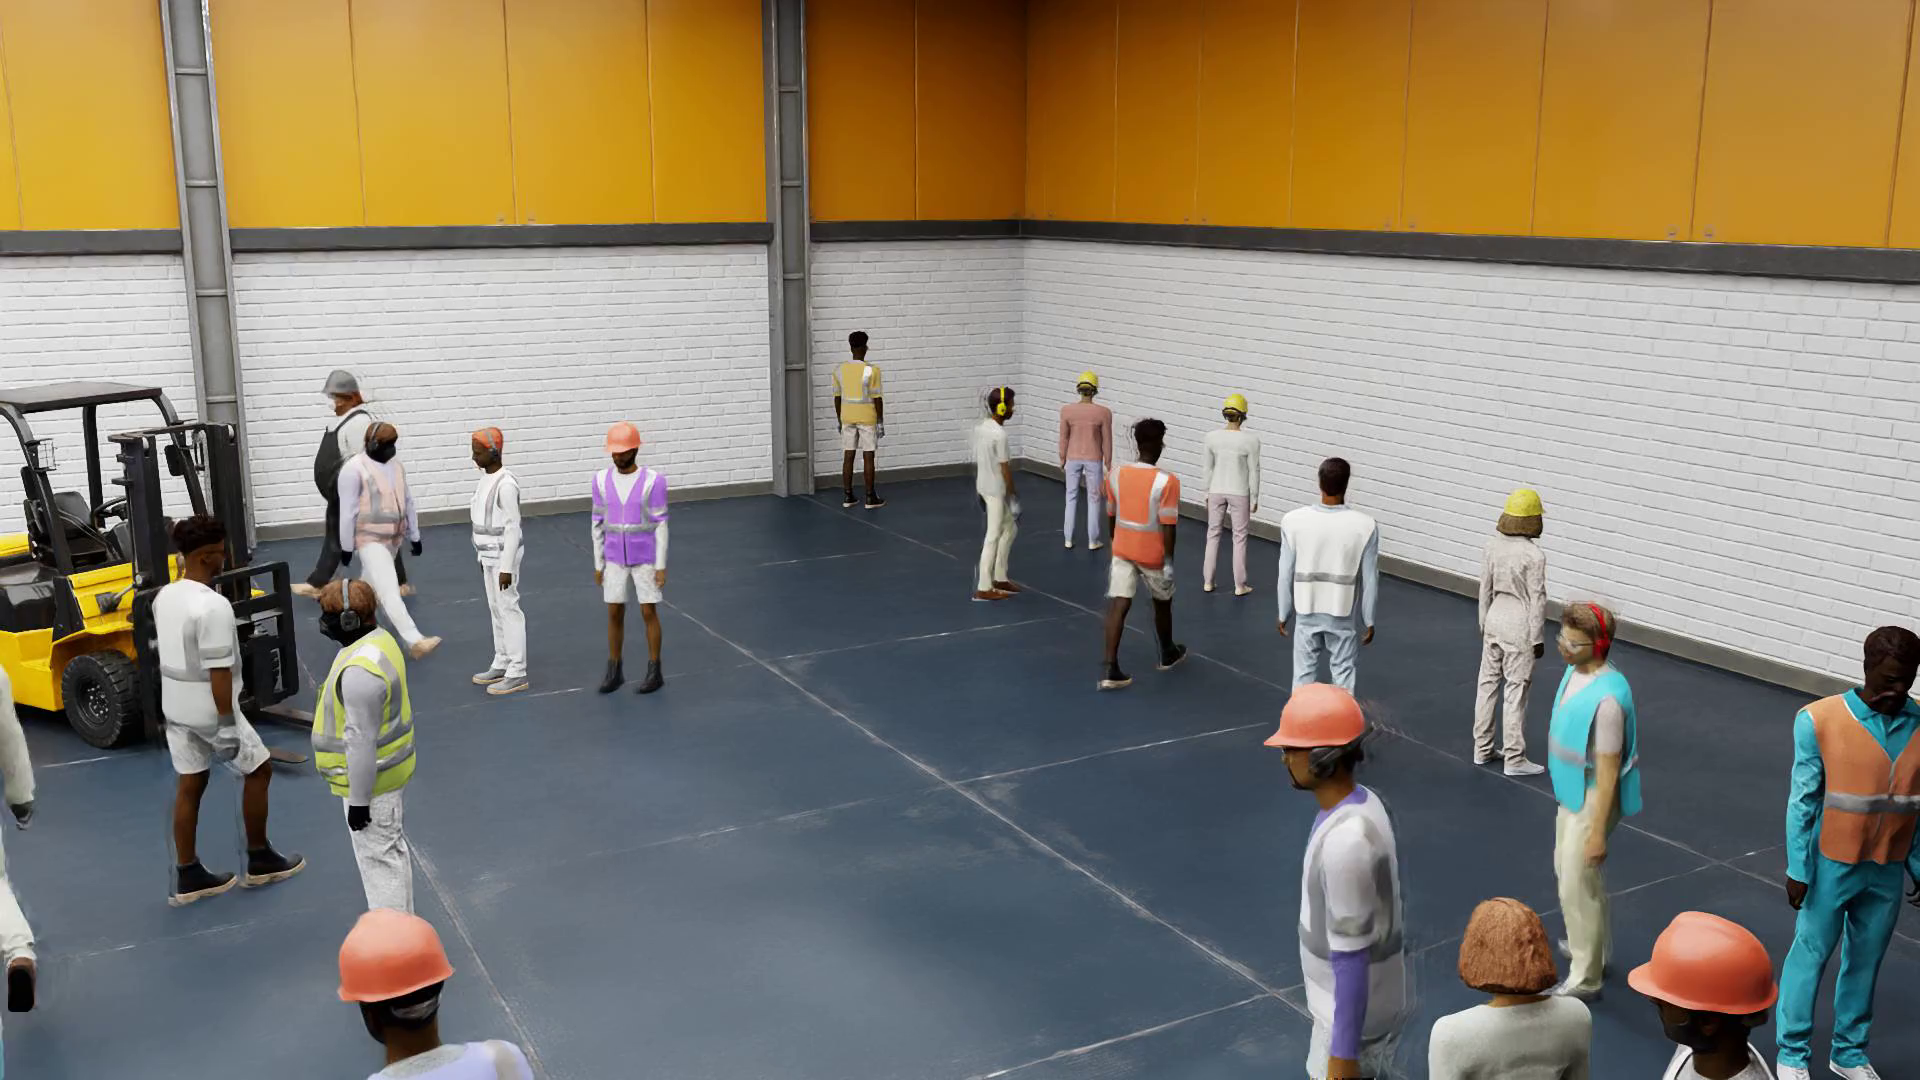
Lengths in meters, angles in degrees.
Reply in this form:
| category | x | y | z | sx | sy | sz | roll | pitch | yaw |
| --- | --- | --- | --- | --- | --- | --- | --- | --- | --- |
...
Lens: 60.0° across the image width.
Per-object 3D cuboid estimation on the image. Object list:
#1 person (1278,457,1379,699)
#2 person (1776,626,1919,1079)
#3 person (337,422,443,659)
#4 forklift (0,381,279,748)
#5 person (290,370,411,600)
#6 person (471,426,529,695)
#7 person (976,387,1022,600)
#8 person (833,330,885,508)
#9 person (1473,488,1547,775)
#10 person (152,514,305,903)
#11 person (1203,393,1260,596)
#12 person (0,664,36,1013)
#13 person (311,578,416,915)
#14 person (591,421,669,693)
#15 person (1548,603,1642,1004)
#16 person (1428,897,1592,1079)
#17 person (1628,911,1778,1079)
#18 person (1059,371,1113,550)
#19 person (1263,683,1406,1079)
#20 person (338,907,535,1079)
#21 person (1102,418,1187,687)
| category | x | y | z | sx | sy | sz | roll | pitch | yaw |
| --- | --- | --- | --- | --- | --- | --- | --- | --- | --- |
| person | 2.238 | 0.449 | 10.151 | 0.596 | 1.914 | 0.373 | 4 | 13 | 18 |
| person | 3.466 | 1.244 | 6.431 | 0.587 | 1.914 | 0.391 | -1 | 12 | -6 |
| person | -4.300 | 0.008 | 12.523 | 0.980 | 1.784 | 0.637 | 4 | 13 | 19 |
| forklift | -5.853 | 0.085 | 11.199 | 2.313 | 2.155 | 1.214 | 7 | 14 | 28 |
| person | -5.228 | -0.464 | 14.139 | 1.010 | 2.000 | 0.693 | -8 | 15 | -34 |
| person | -3.251 | 0.139 | 11.687 | 0.356 | 1.882 | 0.574 | -7 | 14 | -31 |
| person | 0.394 | -0.385 | 14.211 | 0.609 | 1.849 | 0.577 | -3 | 12 | -15 |
| person | -1.105 | -1.330 | 18.368 | 0.606 | 1.967 | 0.367 | 5 | 13 | 23 |
| person | 3.361 | 0.548 | 10.092 | 0.308 | 1.744 | 0.485 | -6 | 13 | -25 |
| person | -3.683 | 0.819 | 8.350 | 0.647 | 1.937 | 0.768 | 8 | 15 | 35 |
| person | 2.366 | -0.398 | 14.506 | 0.522 | 1.758 | 0.351 | 7 | 14 | 29 |
| person | -4.235 | 1.145 | 6.987 | 0.660 | 1.872 | 0.685 | 10 | 15 | 38 |
| person | -2.664 | 1.067 | 7.465 | 0.431 | 1.836 | 0.619 | -3 | 12 | -15 |
| person | -2.312 | 0.120 | 11.647 | 0.555 | 1.932 | 0.379 | 1 | 12 | 6 |
| person | 2.726 | 1.133 | 7.228 | 0.420 | 1.808 | 0.746 | 2 | 12 | 8 |
| person | 1.493 | 1.778 | 4.613 | 0.502 | 1.628 | 0.288 | -4 | 13 | -16 |
| person | 1.692 | 1.779 | 3.868 | 0.365 | 1.933 | 0.551 | 2 | 12 | 7 |
| person | 1.228 | -0.774 | 16.263 | 0.532 | 1.758 | 0.345 | 3 | 12 | 15 |
| person | 1.282 | 1.450 | 5.249 | 0.708 | 2.012 | 0.641 | 3 | 12 | 12 |
| person | -1.241 | 1.785 | 3.896 | 0.448 | 1.912 | 0.557 | 12 | 17 | 44 |
| person | 1.319 | 0.081 | 11.910 | 0.615 | 1.919 | 1.022 | 8 | 15 | 34 |
